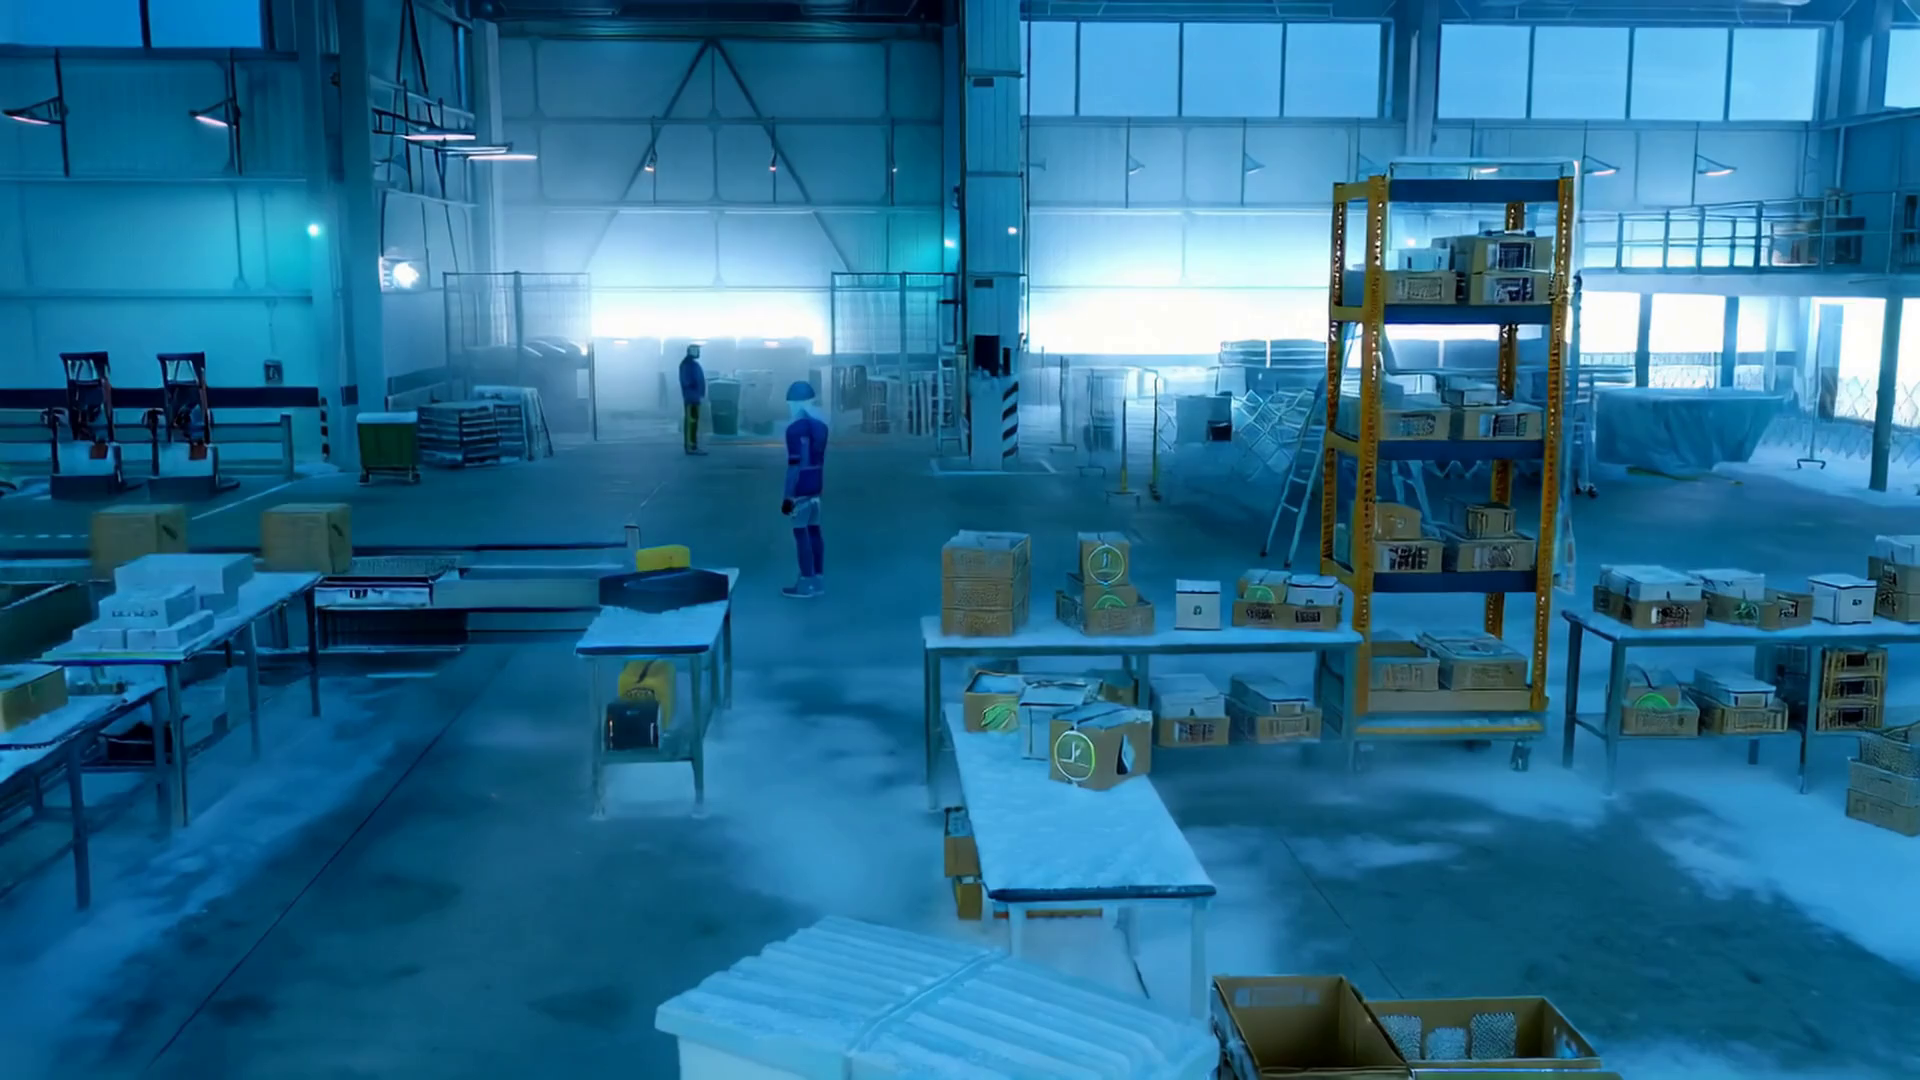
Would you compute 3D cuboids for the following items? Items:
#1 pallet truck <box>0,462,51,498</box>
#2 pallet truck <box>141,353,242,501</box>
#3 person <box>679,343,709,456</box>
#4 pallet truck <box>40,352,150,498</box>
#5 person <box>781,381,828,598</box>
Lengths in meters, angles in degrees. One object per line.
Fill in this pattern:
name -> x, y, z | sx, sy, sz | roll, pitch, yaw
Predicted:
pallet truck -> -13.193, -1.293, 23.148 | 0.653, 1.274, 1.630 | -1, 9, -4
pallet truck -> -10.520, -1.604, 22.925 | 0.823, 1.965, 1.885 | -1, 9, -6
person -> -4.464, -2.356, 27.932 | 0.407, 1.906, 0.654 | -5, 10, -27
pallet truck -> -11.907, -1.642, 23.165 | 0.823, 1.965, 1.885 | 0, 9, 0
person -> -1.492, -0.478, 15.703 | 0.371, 2.044, 0.615 | 4, 10, 24
